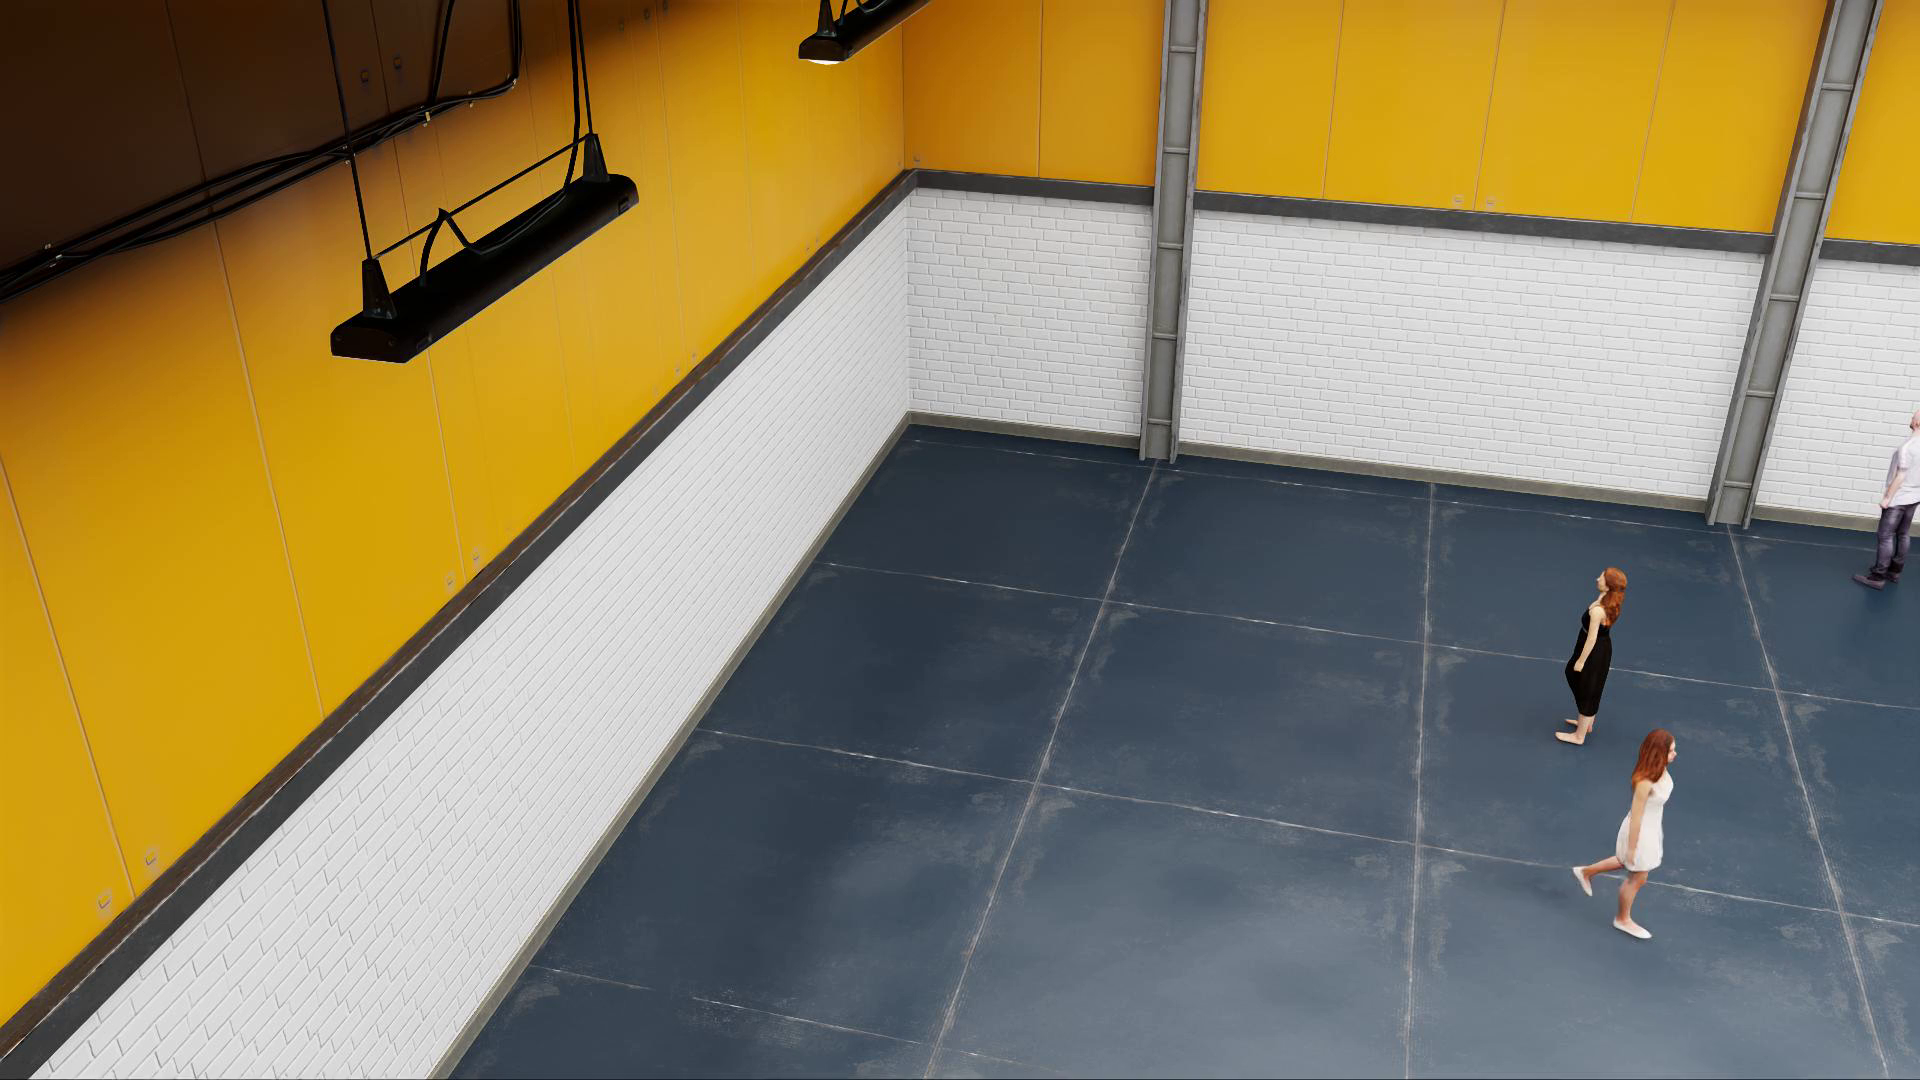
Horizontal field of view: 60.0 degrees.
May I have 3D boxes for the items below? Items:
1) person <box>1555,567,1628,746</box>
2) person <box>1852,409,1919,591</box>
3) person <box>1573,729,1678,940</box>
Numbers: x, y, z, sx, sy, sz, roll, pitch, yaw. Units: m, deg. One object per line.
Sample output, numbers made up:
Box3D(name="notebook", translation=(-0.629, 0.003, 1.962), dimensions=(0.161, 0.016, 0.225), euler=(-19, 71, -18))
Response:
Box3D(name="person", translation=(5.208, 0.942, 13.641), dimensions=(0.683, 1.625, 0.653), euler=(21, 35, 34))
Box3D(name="person", translation=(9.009, -0.403, 15.893), dimensions=(0.742, 1.830, 0.807), euler=(-15, 32, -25))
Box3D(name="person", translation=(4.671, 2.003, 11.619), dimensions=(0.954, 1.698, 0.784), euler=(22, 35, 34))
